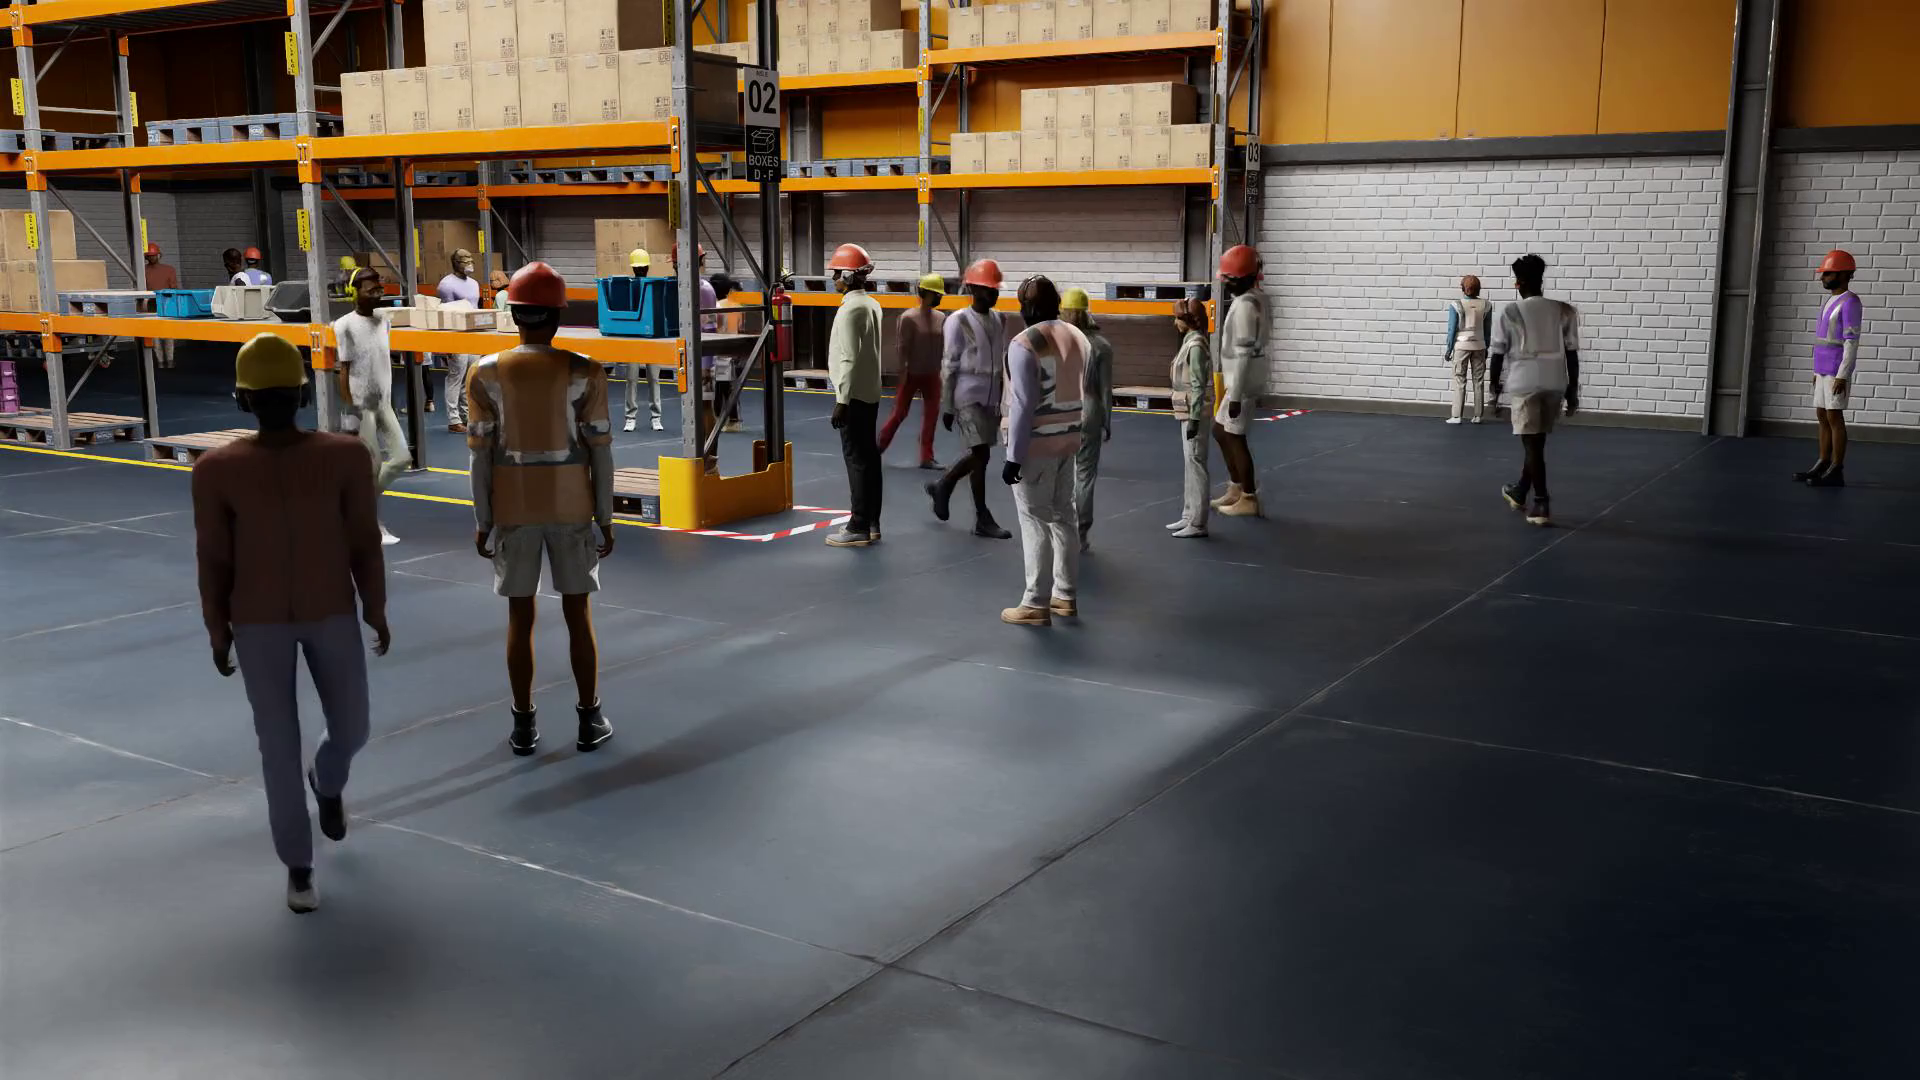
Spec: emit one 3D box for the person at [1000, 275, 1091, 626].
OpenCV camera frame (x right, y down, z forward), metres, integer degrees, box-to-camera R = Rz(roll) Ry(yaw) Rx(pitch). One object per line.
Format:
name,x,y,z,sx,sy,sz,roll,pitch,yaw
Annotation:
person,0.426,-0.471,8.801,0.429,1.840,0.627,8,13,37

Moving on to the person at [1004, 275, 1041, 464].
person,0.809,-1.493,14.797,0.837,1.722,0.536,8,13,37

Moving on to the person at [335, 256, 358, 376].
person,-9.122,-3.320,24.724,0.502,1.790,0.615,-1,10,-6

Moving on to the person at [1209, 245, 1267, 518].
person,1.949,-1.116,11.980,0.524,1.981,0.687,2,10,12

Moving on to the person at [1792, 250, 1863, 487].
person,7.170,-1.407,13.710,0.356,1.936,0.551,1,10,7

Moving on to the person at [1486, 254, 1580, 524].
person,4.136,-1.106,12.119,0.618,1.892,1.009,-1,10,-7

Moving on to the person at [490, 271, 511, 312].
person,-5.994,-2.713,21.827,0.287,1.624,0.496,-1,10,-6

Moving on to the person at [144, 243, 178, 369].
person,-12.572,-3.649,26.026,0.656,1.965,0.747,-4,11,-21

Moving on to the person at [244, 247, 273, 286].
person,-10.395,-3.353,24.548,0.565,1.916,0.511,-2,11,-13

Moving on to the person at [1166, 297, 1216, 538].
person,1.586,-0.833,11.360,0.314,1.639,0.514,1,10,3

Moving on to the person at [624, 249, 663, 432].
person,-3.358,-2.109,17.631,0.590,1.926,0.388,-2,10,-12

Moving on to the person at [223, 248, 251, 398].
person,-9.268,-2.796,21.476,0.392,1.914,0.587,-5,11,-24

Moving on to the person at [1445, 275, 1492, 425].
person,5.584,-2.081,18.270,0.513,1.641,0.309,-2,10,-9

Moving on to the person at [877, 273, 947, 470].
person,-0.408,-1.493,14.736,0.541,1.732,0.684,-8,13,-39

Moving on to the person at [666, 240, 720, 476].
person,-2.251,-1.521,14.058,0.394,2.040,0.609,-6,12,-28

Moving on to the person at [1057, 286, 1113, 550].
person,0.740,-0.773,10.780,0.485,1.730,0.442,1,10,7

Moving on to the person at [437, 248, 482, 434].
person,-5.221,-2.085,17.468,0.369,1.938,0.630,3,11,16

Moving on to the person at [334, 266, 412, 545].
person,-3.898,-0.882,11.049,0.415,1.847,0.546,4,11,21

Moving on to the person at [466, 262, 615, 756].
person,-1.643,-0.118,6.574,0.552,1.935,0.374,-2,10,-10

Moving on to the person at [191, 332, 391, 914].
person,-2.054,0.230,5.138,0.540,1.751,0.529,-5,11,-25

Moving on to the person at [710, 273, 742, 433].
person,-2.589,-1.953,17.477,0.668,1.674,0.543,4,11,20

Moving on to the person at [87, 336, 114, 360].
person,-14.649,-3.861,28.155,0.507,1.631,0.267,2,10,10

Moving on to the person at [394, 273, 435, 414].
person,-6.376,-2.314,19.432,0.324,1.688,0.530,5,11,27

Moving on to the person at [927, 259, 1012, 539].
person,0.052,-0.985,11.484,0.546,1.905,0.842,-10,14,-43

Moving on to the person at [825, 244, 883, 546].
person,-0.703,-0.955,11.046,0.379,1.996,0.611,3,11,14
